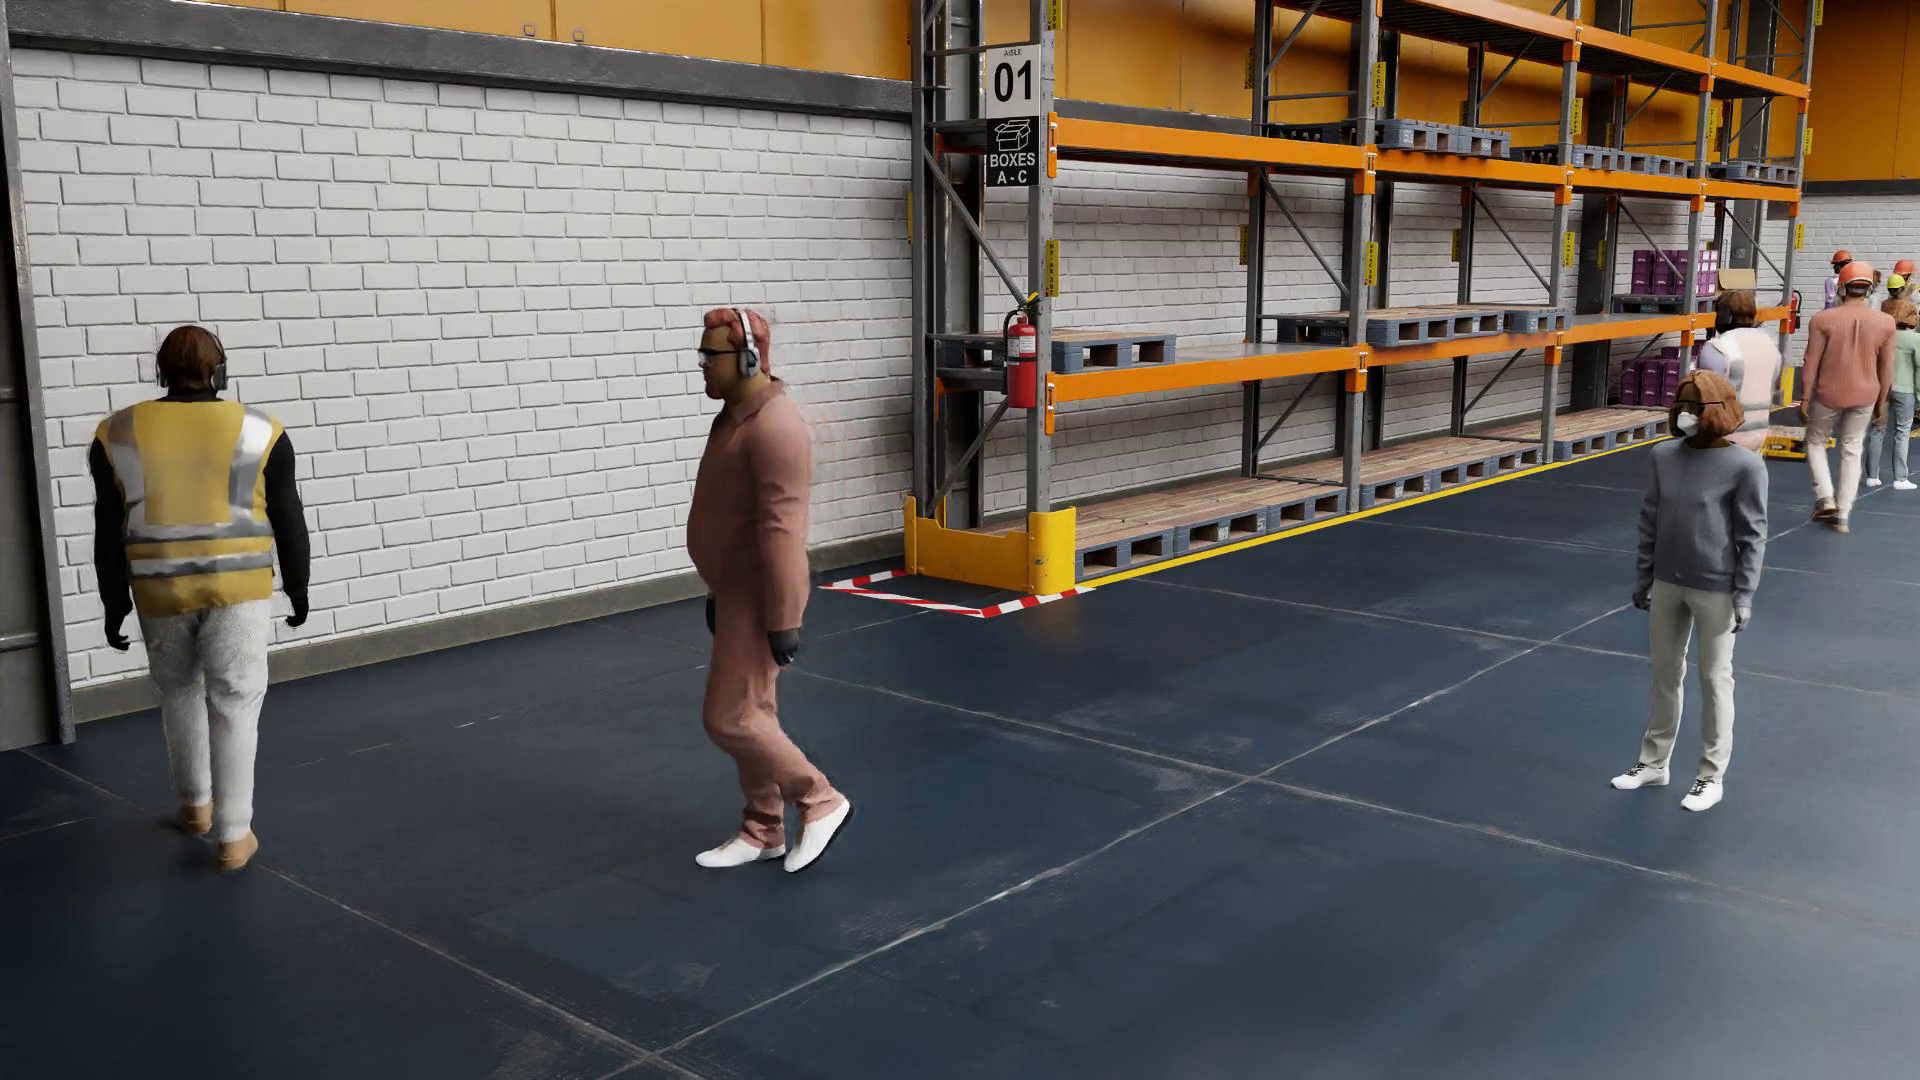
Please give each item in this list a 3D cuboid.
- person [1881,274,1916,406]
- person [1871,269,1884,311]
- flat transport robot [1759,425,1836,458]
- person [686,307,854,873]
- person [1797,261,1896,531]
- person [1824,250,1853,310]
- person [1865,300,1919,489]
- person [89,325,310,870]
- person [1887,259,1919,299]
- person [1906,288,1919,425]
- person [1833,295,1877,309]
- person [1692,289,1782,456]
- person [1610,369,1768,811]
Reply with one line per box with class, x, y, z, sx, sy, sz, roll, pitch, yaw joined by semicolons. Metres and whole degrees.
person;12.338;-2.620;21.861;0.478;1.722;0.552;-4;11;-23
person;12.501;-2.857;23.105;0.944;1.778;0.568;-8;13;-38
flat transport robot;8.376;-1.000;16.810;0.652;0.197;1.431;7;12;36
person;-0.681;0.184;5.468;0.440;1.892;0.642;-3;10;-15
person;6.501;-1.053;12.239;0.651;1.976;0.442;2;10;11
person;12.677;-3.154;24.033;0.611;2.042;0.395;-3;10;-18
person;8.094;-1.255;14.389;0.284;1.633;0.497;-7;12;-33
person;-2.590;0.170;5.765;0.656;1.807;0.829;-3;10;-16
person;12.745;-2.849;22.619;0.510;1.918;0.560;0;10;1
person;11.305;-2.255;19.292;0.641;1.915;0.752;0;10;-1
person;10.840;-2.365;20.210;0.522;1.814;0.979;8;13;39
person;4.555;-0.585;10.002;0.662;1.830;0.572;-5;11;-26
person;2.729;0.184;6.191;0.286;1.633;0.501;-5;11;-28
